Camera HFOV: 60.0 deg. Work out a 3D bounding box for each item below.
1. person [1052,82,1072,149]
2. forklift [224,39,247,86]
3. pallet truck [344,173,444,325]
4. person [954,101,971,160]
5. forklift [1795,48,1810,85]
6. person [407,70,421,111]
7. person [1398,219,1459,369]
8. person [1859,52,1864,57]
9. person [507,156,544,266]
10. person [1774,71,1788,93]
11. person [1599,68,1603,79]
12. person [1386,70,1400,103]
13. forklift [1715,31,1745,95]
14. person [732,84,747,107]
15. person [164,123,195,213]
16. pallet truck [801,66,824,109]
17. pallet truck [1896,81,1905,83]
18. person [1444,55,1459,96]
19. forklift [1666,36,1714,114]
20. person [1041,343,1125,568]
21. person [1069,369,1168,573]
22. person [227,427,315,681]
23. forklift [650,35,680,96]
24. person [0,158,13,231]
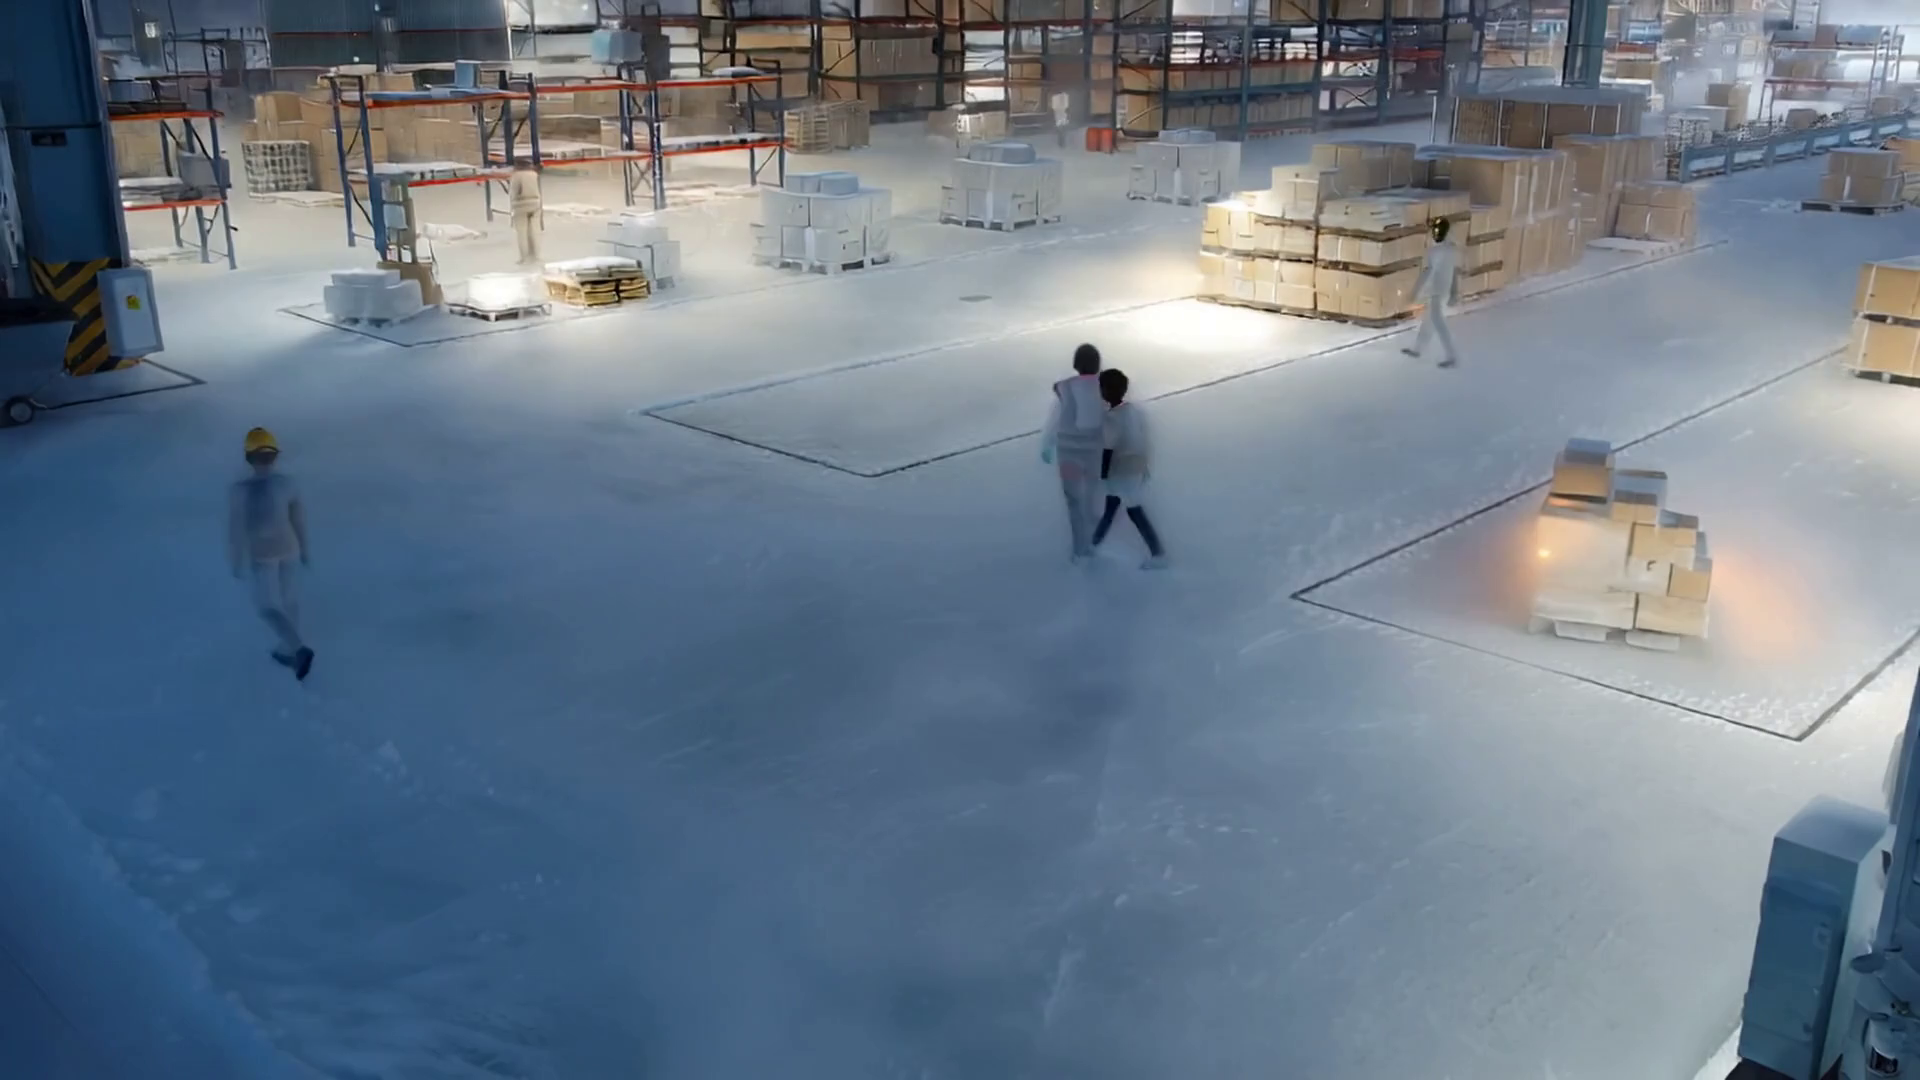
[{"bbox_3d":[2.973,-12.463,48.806,0.654,1.935,0.540,16,24,39],"label":"person"},{"bbox_3d":[-25.527,-16.311,58.924,1.129,2.768,1.873,17,25,41],"label":"forklift"},{"bbox_3d":[-8.209,-4.181,23.757,0.823,1.965,1.885,3,19,9],"label":"pallet truck"},{"bbox_3d":[0.043,-9.734,40.606,0.394,1.929,0.541,9,20,25],"label":"person"},{"bbox_3d":[40.906,-23.065,79.274,1.129,2.768,1.873,17,25,41],"label":"forklift"},{"bbox_3d":[-18.657,-15.041,56.692,1.024,1.865,0.614,11,22,31],"label":"person"},{"bbox_3d":[5.914,-3.062,20.681,0.508,1.818,0.999,-14,23,-37],"label":"person"},{"bbox_3d":[38.701,-20.042,71.678,0.765,1.924,0.428,-14,23,-35],"label":"person"},{"bbox_3d":[-7.406,-5.597,28.291,0.431,1.835,0.624,17,25,41],"label":"person"},{"bbox_3d":[32.735,-18.200,66.283,0.607,1.819,0.457,12,22,33],"label":"person"},{"bbox_3d":[22.298,-15.540,58.148,0.636,1.900,0.399,13,23,35],"label":"person"},{"bbox_3d":[16.569,-17.260,63.724,0.432,1.624,0.518,-14,23,-37],"label":"person"},{"bbox_3d":[31.998,-19.792,69.413,1.129,2.768,1.873,17,25,41],"label":"forklift"},{"bbox_3d":[-7.489,-14.888,56.486,0.539,1.695,0.318,-7,20,-21],"label":"person"},{"bbox_3d":[-16.452,-7.838,35.013,0.345,1.846,0.508,3,19,8],"label":"person"},{"bbox_3d":[-4.812,-15.182,56.903,0.823,1.965,1.885,-9,21,-26],"label":"pallet truck"},{"bbox_3d":[34.802,-16.331,61.455,0.653,1.274,1.630,17,25,41],"label":"pallet truck"},{"bbox_3d":[20.806,-19.595,70.465,0.593,1.819,0.503,13,22,34],"label":"person"},{"bbox_3d":[27.341,-17.291,61.877,1.129,2.768,1.873,17,25,41],"label":"forklift"},{"bbox_3d":[0.980,-0.730,13.652,0.627,1.805,0.839,-4,19,-13],"label":"person"},{"bbox_3d":[1.317,-0.562,13.381,0.896,1.642,0.560,8,20,22],"label":"person"},{"bbox_3d":[-4.620,0.101,11.254,0.676,1.738,0.522,14,23,36],"label":"person"},{"bbox_3d":[-11.418,-17.851,63.565,1.129,2.768,1.873,17,25,41],"label":"forklift"},{"bbox_3d":[-18.628,-6.987,32.303,0.372,1.940,0.631,-10,21,-27],"label":"person"}]
